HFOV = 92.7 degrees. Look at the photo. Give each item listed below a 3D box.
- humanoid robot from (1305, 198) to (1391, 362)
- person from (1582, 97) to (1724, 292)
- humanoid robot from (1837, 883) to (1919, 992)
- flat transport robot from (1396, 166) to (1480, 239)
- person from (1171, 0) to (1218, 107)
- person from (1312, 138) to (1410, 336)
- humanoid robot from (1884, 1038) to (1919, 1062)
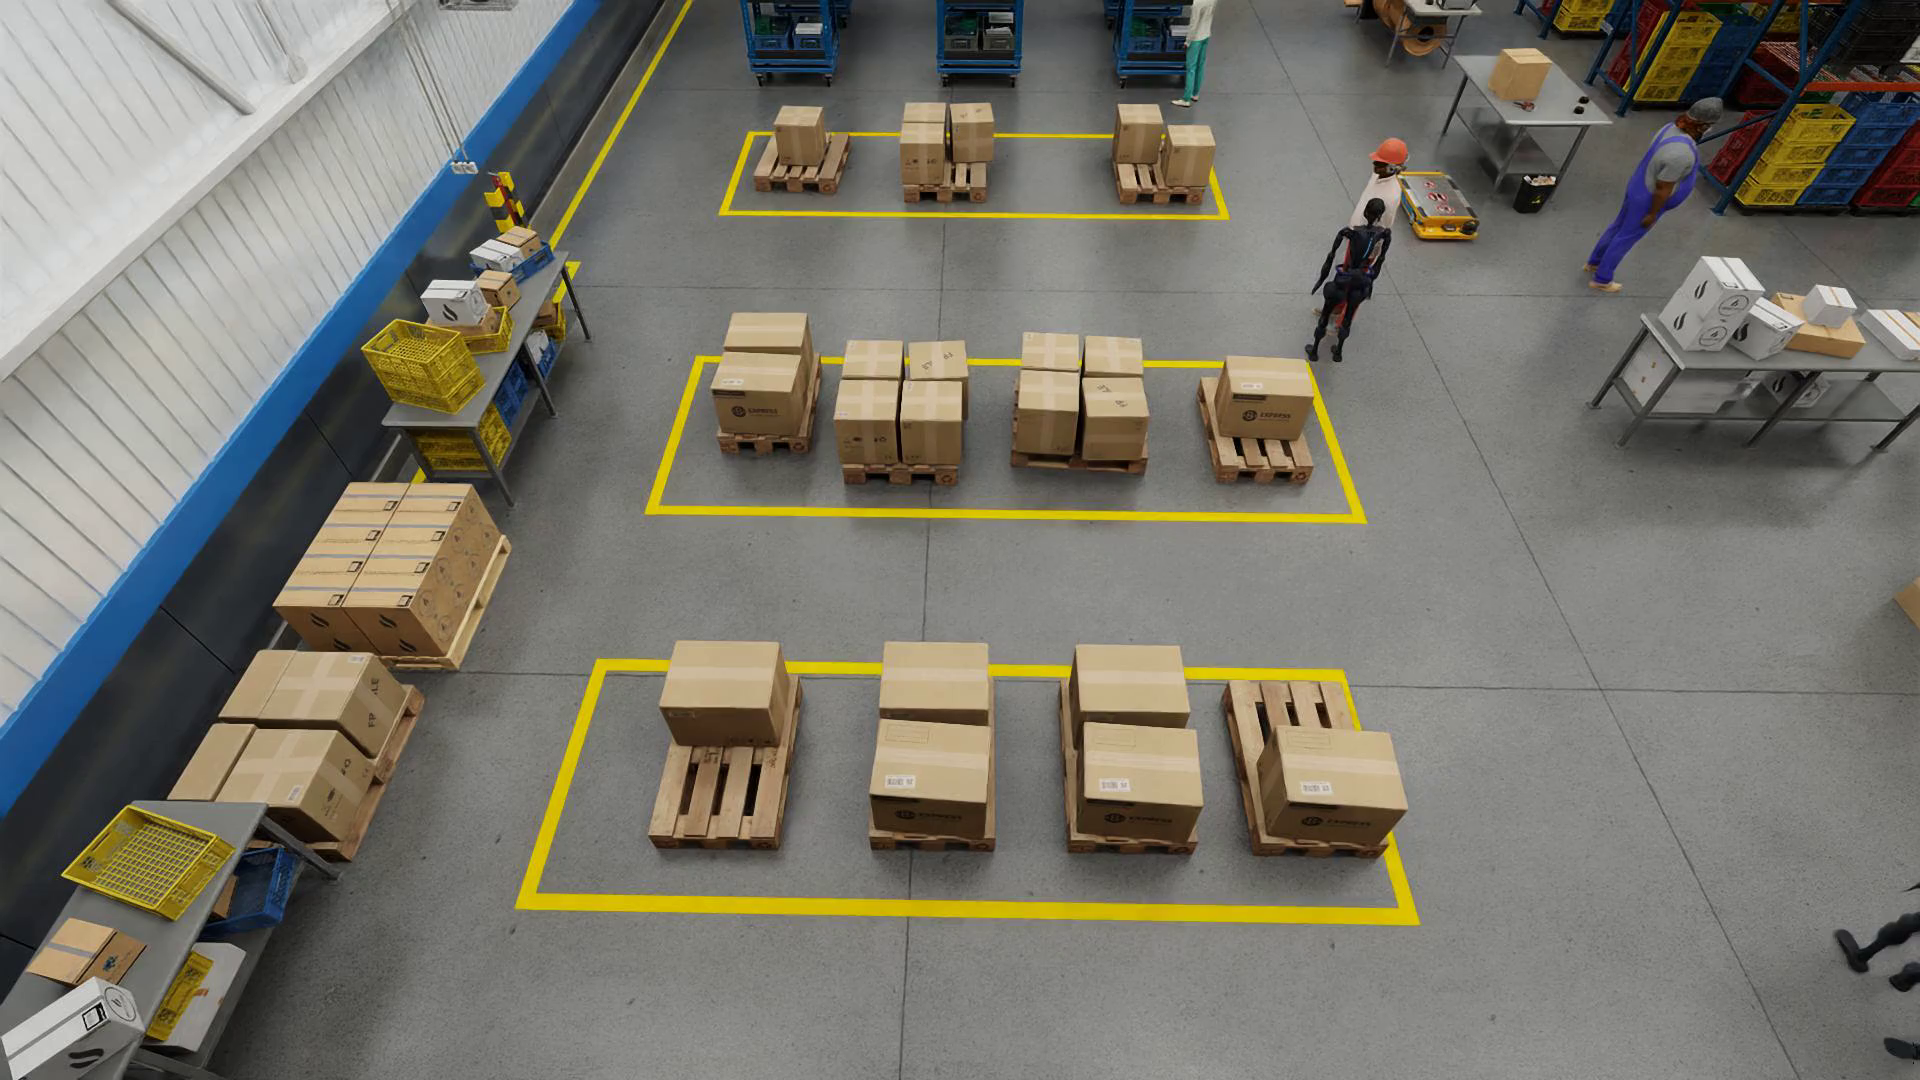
[{"bbox_3d":[3.699,-2.458,8.729,0.565,1.651,0.346,-1,49,-1],"label":"humanoid robot"},{"bbox_3d":[7.138,-3.530,9.418,0.536,2.000,0.679,13,50,11],"label":"person"},{"bbox_3d":[5.529,2.019,4.858,0.358,1.644,0.607,-30,56,-24],"label":"humanoid robot"},{"bbox_3d":[5.692,-4.094,11.059,0.652,0.197,1.431,1,49,1],"label":"flat transport robot"},{"bbox_3d":[3.222,-6.839,12.462,0.309,1.768,0.521,35,57,26],"label":"person"},{"bbox_3d":[3.912,-2.910,8.911,0.392,1.994,0.610,3,49,3],"label":"person"},{"bbox_3d":[5.625,2.348,4.602,0.739,1.623,0.559,6,49,5],"label":"humanoid robot"}]
